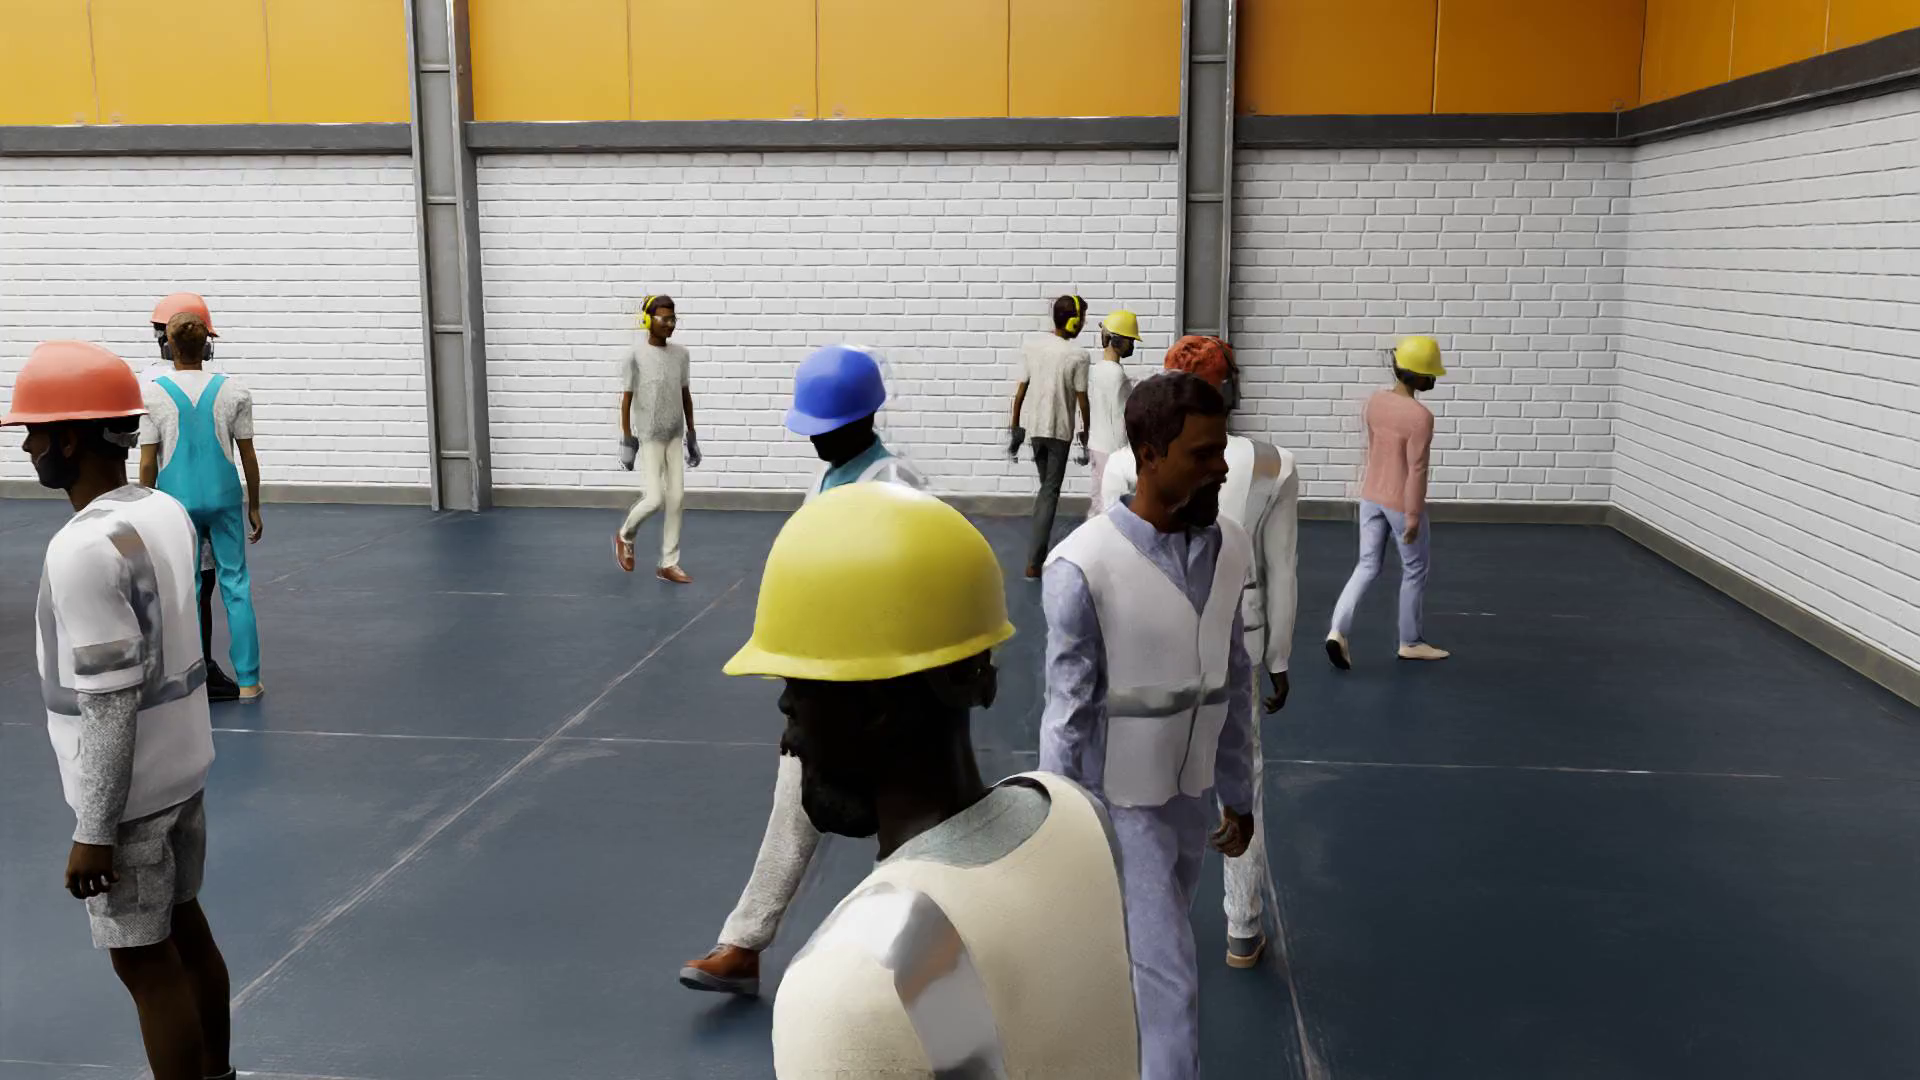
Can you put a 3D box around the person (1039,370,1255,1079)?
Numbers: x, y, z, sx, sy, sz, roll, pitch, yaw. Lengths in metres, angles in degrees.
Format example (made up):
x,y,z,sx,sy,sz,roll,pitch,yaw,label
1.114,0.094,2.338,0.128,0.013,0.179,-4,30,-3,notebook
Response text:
x,y,z,sx,sy,sz,roll,pitch,yaw,label
0.367,0.553,3.706,0.603,1.890,0.893,-9,14,-43,person

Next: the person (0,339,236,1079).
x,y,z,sx,sy,sz,roll,pitch,yaw,label
-1.860,0.529,3.679,0.376,1.935,0.550,-1,10,-8,person

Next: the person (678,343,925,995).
x,y,z,sx,sy,sz,roll,pitch,yaw,label
-0.326,0.399,4.589,0.888,1.875,0.624,-6,11,-30,person

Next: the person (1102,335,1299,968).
x,y,z,sx,sy,sz,roll,pitch,yaw,label
0.699,0.342,4.912,0.574,1.881,0.358,1,10,4,person

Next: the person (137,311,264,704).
x,y,z,sx,sy,sz,roll,pitch,yaw,label
-3.517,-0.130,7.717,0.514,1.843,0.327,-6,11,-30,person

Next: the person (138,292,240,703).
x,y,z,sx,sy,sz,roll,pitch,yaw,label
-3.621,-0.194,7.840,0.542,1.930,0.366,8,13,40,person

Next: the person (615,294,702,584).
x,y,z,sx,sy,sz,roll,pitch,yaw,label
-1.945,-0.649,10.678,0.548,1.851,0.519,9,14,43,person

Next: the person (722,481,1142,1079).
x,y,z,sx,sy,sz,roll,pitch,yaw,label
-0.062,0.883,1.763,0.702,1.902,0.613,6,12,31,person

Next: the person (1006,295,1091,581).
x,y,z,sx,sy,sz,roll,pitch,yaw,label
0.639,-0.662,10.785,0.560,1.834,0.671,7,12,34,person

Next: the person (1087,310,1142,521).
x,y,z,sx,sy,sz,roll,pitch,yaw,label
0.954,-0.531,10.263,0.326,1.760,0.524,-2,10,-10,person

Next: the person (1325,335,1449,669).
x,y,z,sx,sy,sz,roll,pitch,yaw,label
2.186,-0.186,8.389,0.784,1.716,0.528,-6,12,-31,person
